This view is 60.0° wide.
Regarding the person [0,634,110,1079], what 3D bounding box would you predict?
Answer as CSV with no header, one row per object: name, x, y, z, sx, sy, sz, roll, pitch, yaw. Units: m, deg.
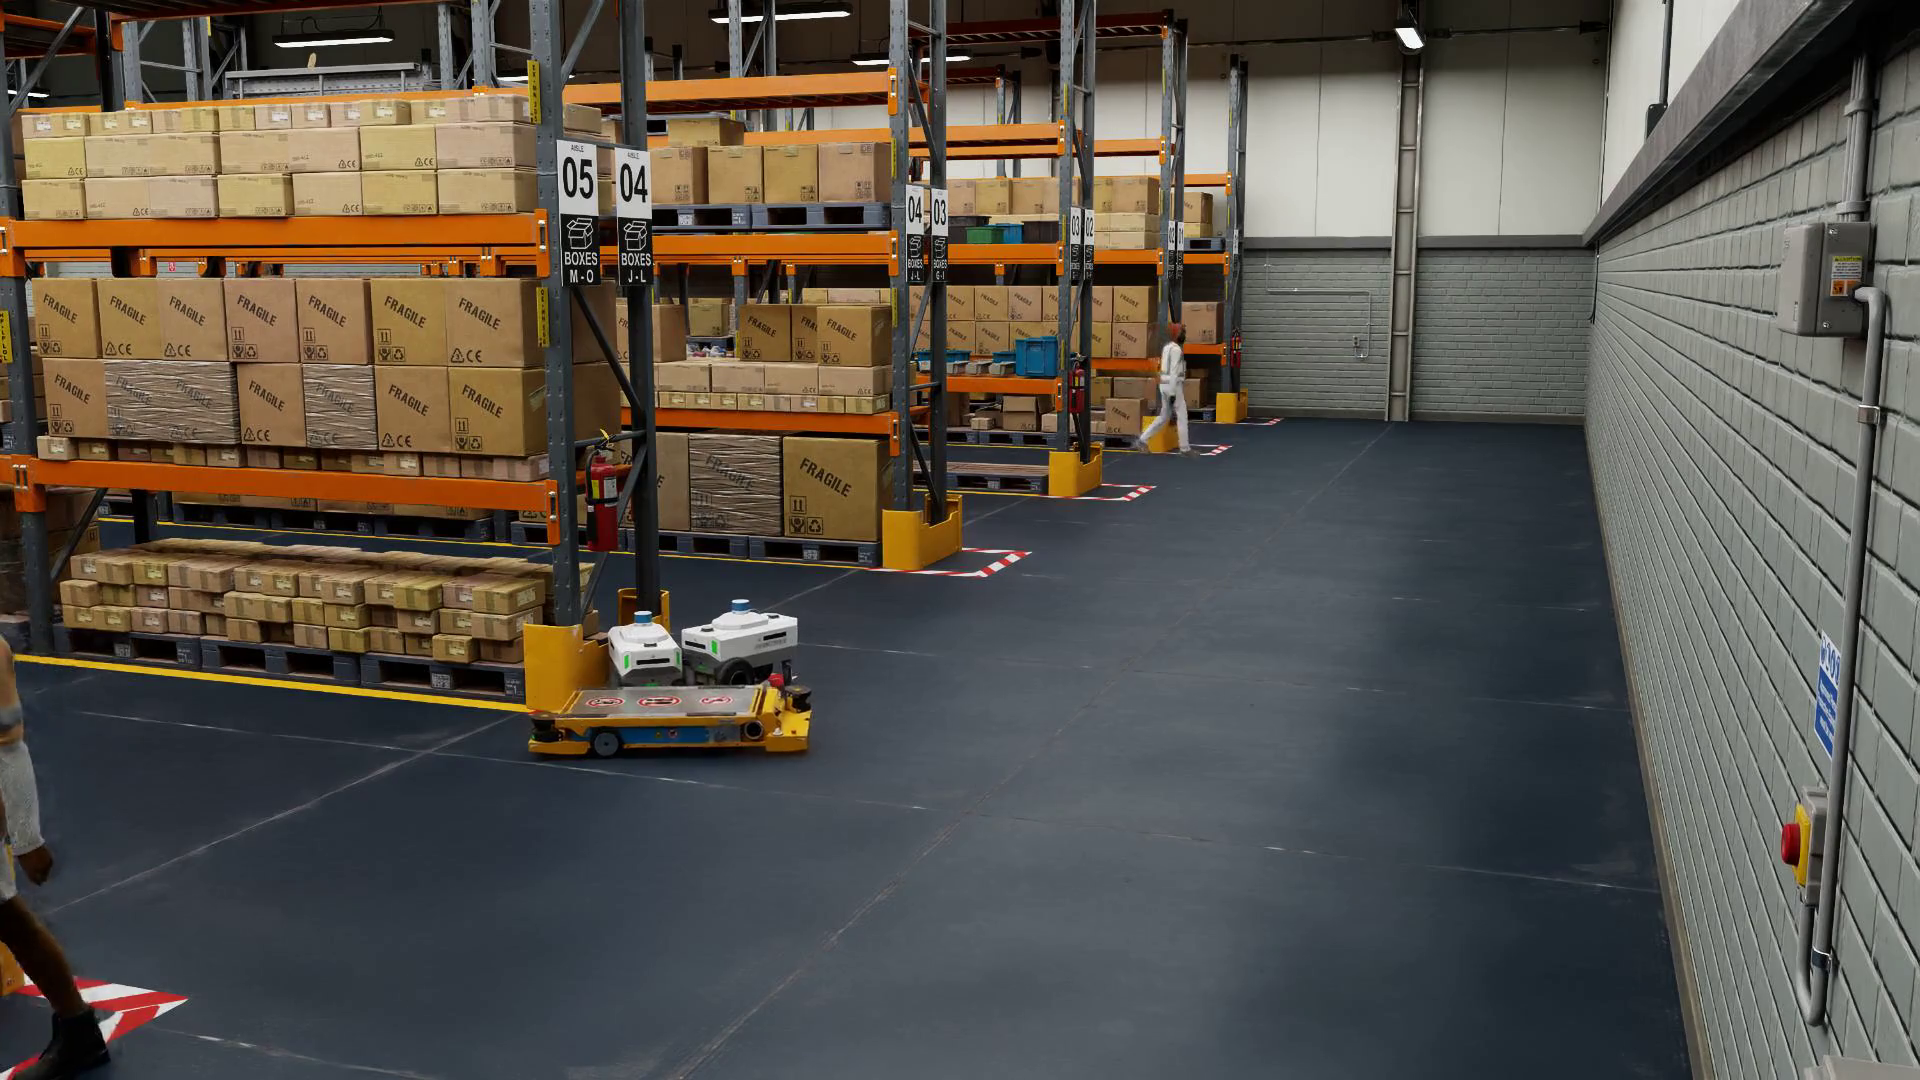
person,-2.969,0.805,4.800,0.541,1.877,0.973,7,12,38

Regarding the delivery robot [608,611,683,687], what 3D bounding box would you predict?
delivery robot,-1.819,0.653,9.579,0.477,0.478,0.707,-3,10,-18

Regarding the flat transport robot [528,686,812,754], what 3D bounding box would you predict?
flat transport robot,-1.520,0.952,8.887,1.431,0.197,0.652,0,9,-3

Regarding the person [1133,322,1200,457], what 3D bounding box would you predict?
person,2.823,-2.047,22.712,0.817,1.854,0.589,-2,9,-11

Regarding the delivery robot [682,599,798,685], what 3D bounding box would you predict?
delivery robot,-1.305,0.598,9.922,0.477,0.478,0.707,8,12,41
